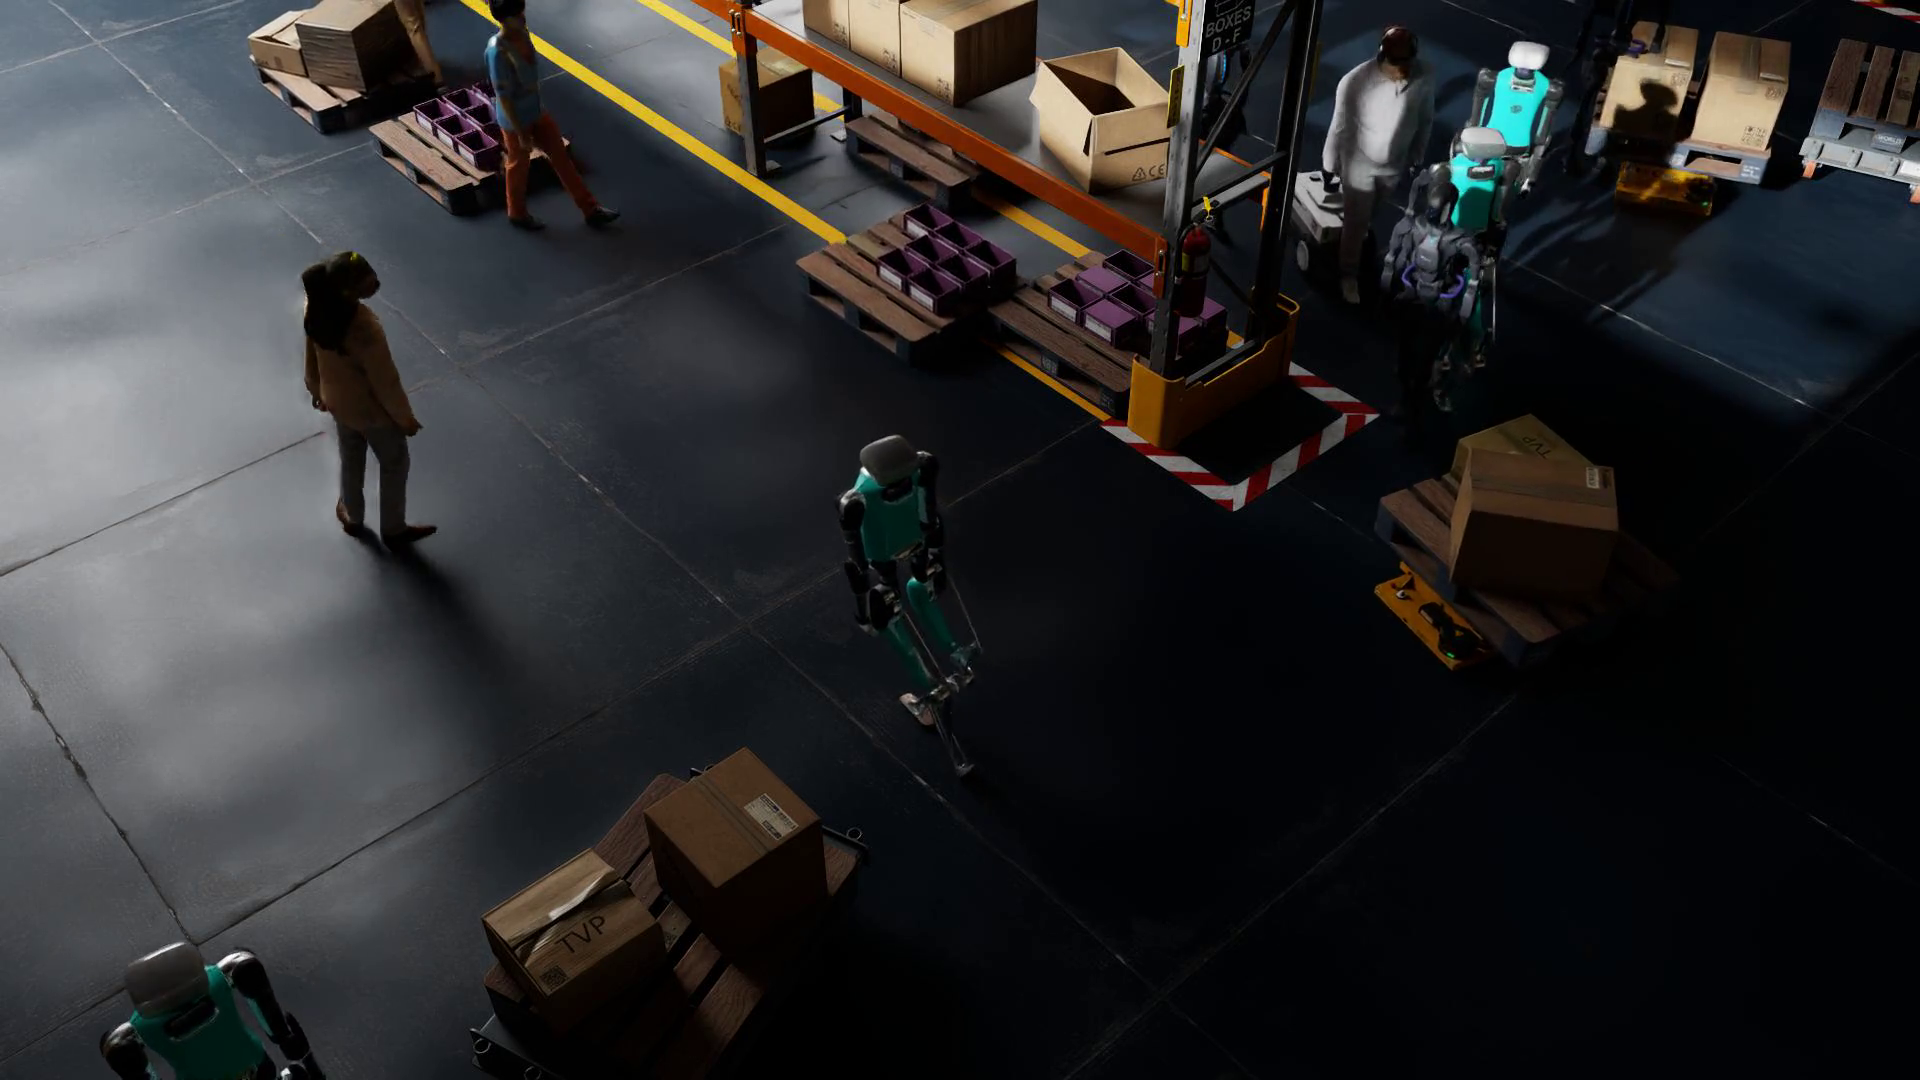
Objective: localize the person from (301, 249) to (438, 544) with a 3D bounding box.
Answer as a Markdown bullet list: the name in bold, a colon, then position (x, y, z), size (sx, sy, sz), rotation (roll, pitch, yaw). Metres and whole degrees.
- **person**: position (-3.185, -0.738, 8.736), size (0.717, 1.842, 0.425), rotation (24, 48, 24)

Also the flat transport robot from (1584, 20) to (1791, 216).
- **flat transport robot**: position (5.222, -2.859, 12.205), size (0.659, 0.231, 1.431), rotation (15, 45, 16)

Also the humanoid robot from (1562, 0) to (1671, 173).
- **humanoid robot**: position (4.602, -3.385, 11.731), size (0.600, 1.652, 0.326), rotation (15, 45, 15)

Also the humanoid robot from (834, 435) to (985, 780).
- **humanoid robot**: position (-0.134, 0.404, 7.639), size (0.549, 1.888, 0.782), rotation (-30, 50, -29)

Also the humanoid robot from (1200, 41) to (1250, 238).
- **humanoid robot**: position (1.662, -2.843, 11.163), size (0.609, 1.636, 0.619), rotation (-17, 45, -18)

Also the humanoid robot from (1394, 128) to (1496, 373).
- **humanoid robot**: position (2.915, -1.721, 9.927), size (0.590, 1.650, 0.378), rotation (11, 44, 12)

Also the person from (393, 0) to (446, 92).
- **person**: position (-4.266, -4.342, 12.754), size (0.558, 1.700, 0.912), rotation (-29, 50, -28)

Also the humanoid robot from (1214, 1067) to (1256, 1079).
- **humanoid robot**: position (0.749, 2.290, 5.570), size (0.601, 1.645, 0.510), rotation (17, 45, 18)

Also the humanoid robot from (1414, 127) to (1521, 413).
- **humanoid robot**: position (2.915, -1.430, 9.600), size (0.532, 1.825, 0.681), rotation (-8, 43, -9)

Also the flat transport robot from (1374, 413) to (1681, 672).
- **flat transport robot**: position (2.995, 0.207, 8.870), size (1.431, 0.231, 0.659), rotation (-19, 46, -20)

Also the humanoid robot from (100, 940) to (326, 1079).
- **humanoid robot**: position (-2.318, 2.166, 5.728), size (0.546, 1.875, 0.821), rotation (-33, 52, -31)

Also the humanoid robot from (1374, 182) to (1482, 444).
- **humanoid robot**: position (2.685, -1.336, 9.515), size (0.601, 1.636, 0.477), rotation (25, 48, 25)

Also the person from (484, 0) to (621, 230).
- **person**: position (-2.782, -2.804, 11.064), size (0.859, 1.729, 0.511), rotation (14, 45, 15)

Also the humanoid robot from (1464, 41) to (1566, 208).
- **humanoid robot**: position (3.455, -2.425, 10.670), size (0.531, 1.816, 0.724), rotation (11, 44, 12)

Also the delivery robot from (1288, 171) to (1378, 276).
- **delivery robot**: position (2.485, -2.155, 11.239), size (0.499, 0.610, 0.793), rotation (-9, 43, -10)

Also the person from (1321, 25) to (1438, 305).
- **person**: position (2.621, -2.470, 10.608), size (0.662, 1.868, 0.698), rotation (-12, 44, -13)
